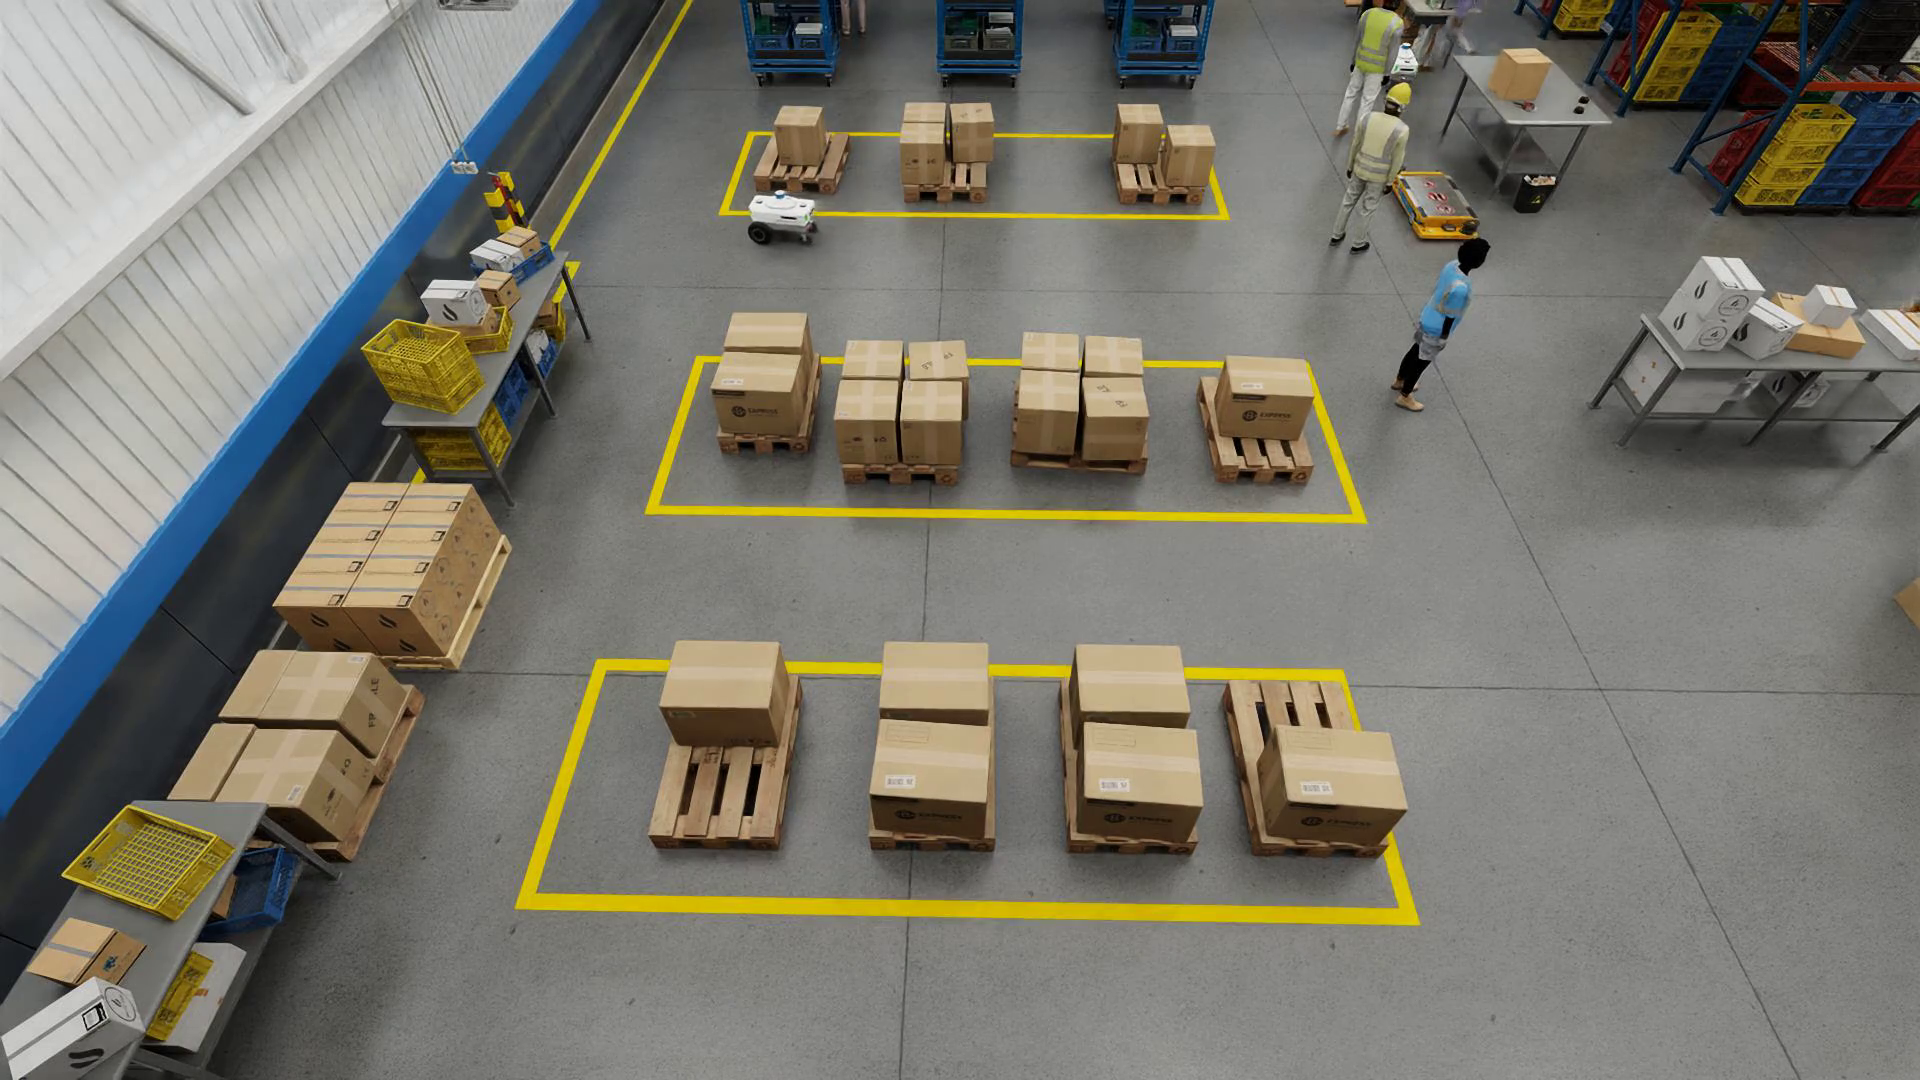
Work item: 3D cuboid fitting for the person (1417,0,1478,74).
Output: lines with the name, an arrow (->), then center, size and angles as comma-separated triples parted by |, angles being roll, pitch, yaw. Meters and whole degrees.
person -> 7.164, -7.576, 13.009 | 0.740, 1.903, 0.648 | 12, 50, 10

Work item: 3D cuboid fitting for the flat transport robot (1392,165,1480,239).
flat transport robot -> 5.692, -4.094, 11.059 | 0.652, 0.197, 1.431 | 1, 49, 1

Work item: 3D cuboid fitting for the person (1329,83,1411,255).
person -> 4.487, -4.011, 9.966 | 0.403, 1.825, 0.586 | -33, 57, -26

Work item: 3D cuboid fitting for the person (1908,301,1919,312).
person -> 10.344, -2.781, 8.885 | 0.928, 1.854, 0.574 | 31, 56, 24

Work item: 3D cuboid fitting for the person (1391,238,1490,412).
person -> 4.312, -1.940, 8.257 | 0.319, 1.696, 0.532 | 9, 50, 7

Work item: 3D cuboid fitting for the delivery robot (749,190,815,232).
delivery robot -> -2.039, -3.774, 10.536 | 0.707, 0.478, 0.477 | 7, 49, 6

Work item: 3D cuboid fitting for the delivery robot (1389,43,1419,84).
delivery robot -> 6.376, -6.918, 13.257 | 0.477, 0.478, 0.707 | 4, 49, 3

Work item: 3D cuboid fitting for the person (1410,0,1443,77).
person -> 6.836, -7.543, 13.152 | 0.521, 1.631, 0.324 | -32, 56, -25

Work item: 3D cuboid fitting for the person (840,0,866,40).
person -> -1.667, -8.731, 13.953 | 0.630, 1.979, 0.412 | -19, 52, -16

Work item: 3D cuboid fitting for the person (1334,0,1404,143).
person -> 5.271, -6.063, 11.735 | 0.429, 1.839, 0.622 | -29, 55, -23
